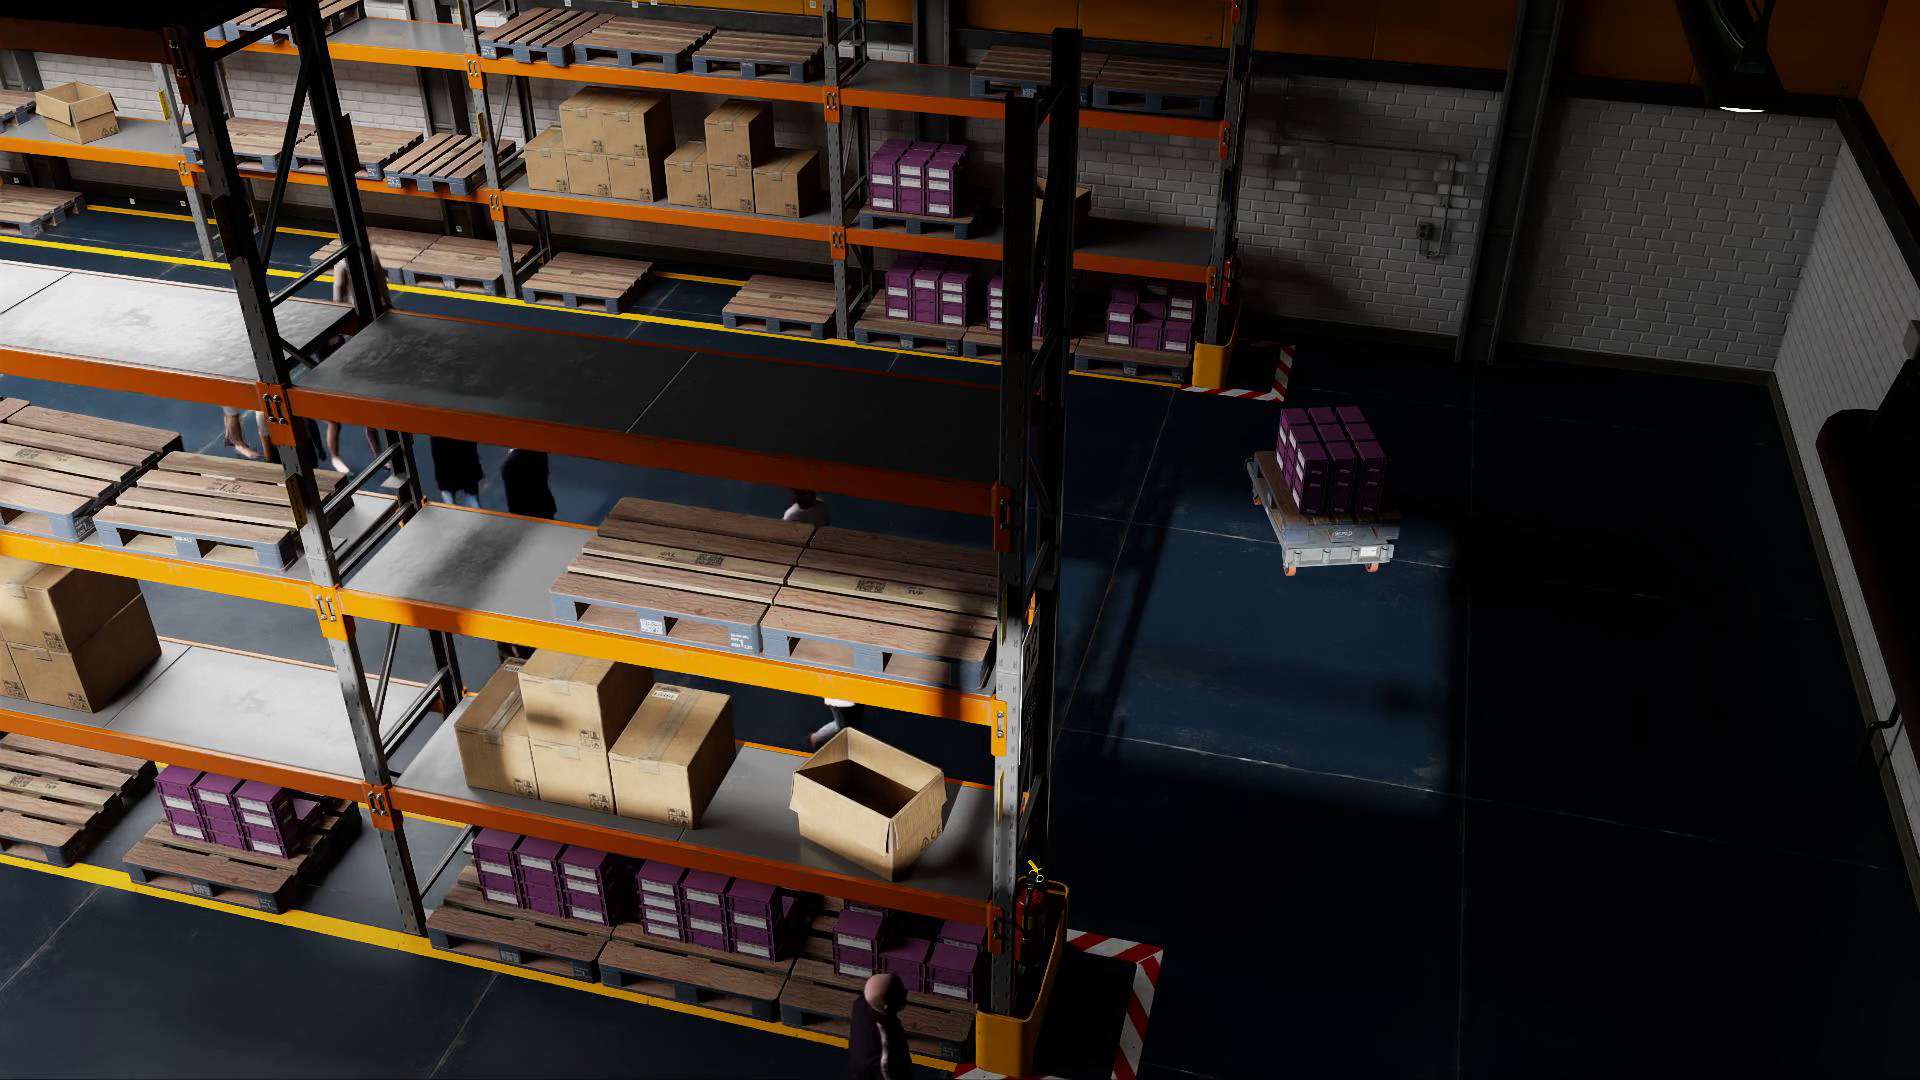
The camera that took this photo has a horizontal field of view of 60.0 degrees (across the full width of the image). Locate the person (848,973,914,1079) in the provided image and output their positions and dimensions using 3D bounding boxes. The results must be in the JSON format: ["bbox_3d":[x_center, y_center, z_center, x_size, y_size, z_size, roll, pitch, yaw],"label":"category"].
[{"bbox_3d":[-0.530,3.012,8.787,1.324,1.774,1.029,-5,34,-7],"label":"person"}]

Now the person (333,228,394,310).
[{"bbox_3d":[-5.880,-2.260,16.658,1.203,1.841,0.968,21,39,29],"label":"person"}]

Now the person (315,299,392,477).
[{"bbox_3d":[-5.824,-1.379,15.363,0.881,1.806,0.608,9,35,13],"label":"person"}]
